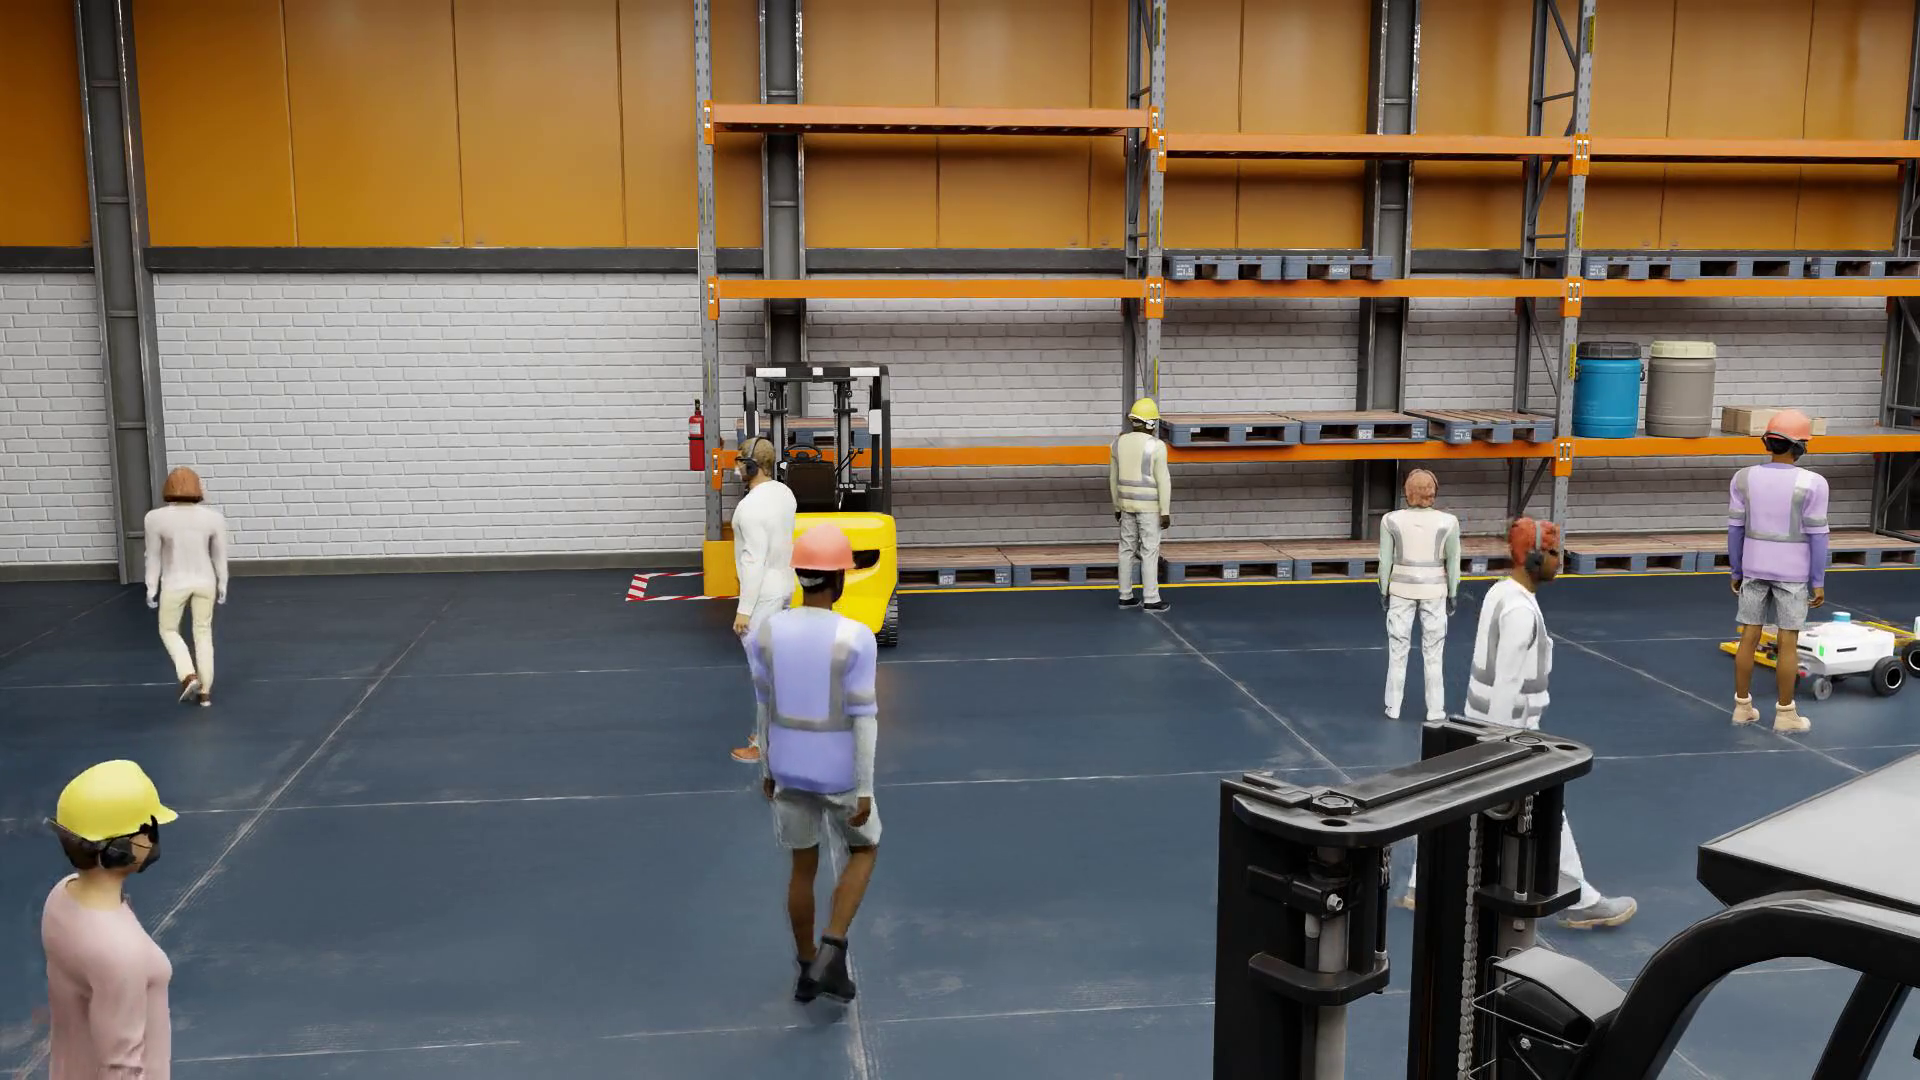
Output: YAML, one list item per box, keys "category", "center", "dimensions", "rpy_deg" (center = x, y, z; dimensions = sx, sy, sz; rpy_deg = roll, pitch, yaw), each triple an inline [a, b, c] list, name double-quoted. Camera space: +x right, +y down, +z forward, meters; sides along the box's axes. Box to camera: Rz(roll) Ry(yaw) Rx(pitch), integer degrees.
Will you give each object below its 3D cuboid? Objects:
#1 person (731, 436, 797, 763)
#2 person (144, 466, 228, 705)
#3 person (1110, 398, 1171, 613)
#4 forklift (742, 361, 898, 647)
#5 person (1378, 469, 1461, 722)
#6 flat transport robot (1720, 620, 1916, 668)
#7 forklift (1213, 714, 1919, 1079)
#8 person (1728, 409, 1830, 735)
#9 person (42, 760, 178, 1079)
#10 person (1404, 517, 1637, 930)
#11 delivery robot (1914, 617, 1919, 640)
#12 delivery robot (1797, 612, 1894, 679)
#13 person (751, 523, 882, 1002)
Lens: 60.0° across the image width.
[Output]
- category: "person"
  center: [-1.168, 0.351, 9.847]
  dimensions: [0.371, 1.941, 0.627]
  rpy_deg: [2, 9, 15]
- category: "person"
  center: [-5.125, 0.317, 11.047]
  dimensions: [0.523, 1.618, 0.393]
  rpy_deg: [-7, 12, -38]
- category: "person"
  center: [1.561, -0.294, 14.200]
  dimensions: [0.600, 1.831, 0.404]
  rpy_deg: [8, 12, 43]
- category: "forklift"
  center: [-1.154, -0.340, 13.365]
  dimensions: [1.214, 2.155, 2.313]
  rpy_deg: [-1, 9, -7]
- category: "person"
  center: [2.944, 0.363, 10.693]
  dimensions: [0.514, 1.645, 0.308]
  rpy_deg: [3, 10, 18]
- category: "flat transport robot"
  center: [6.514, 0.772, 12.406]
  dimensions: [1.431, 0.197, 0.652]
  rpy_deg: [-2, 9, -12]
- category: "forklift"
  center: [1.441, 1.425, 2.350]
  dimensions: [1.214, 2.155, 2.313]
  rpy_deg: [-7, 12, -39]
- category: "person"
  center: [5.145, 0.199, 10.474]
  dimensions: [0.372, 2.044, 0.608]
  rpy_deg: [-8, 12, -40]
- category: "person"
  center: [-2.108, 1.387, 4.018]
  dimensions: [0.520, 1.736, 0.835]
  rpy_deg: [9, 12, 43]
- category: "person"
  center: [2.471, 0.811, 7.353]
  dimensions: [0.998, 1.821, 0.593]
  rpy_deg: [1, 9, 8]
- category: "delivery robot"
  center: [7.168, 0.689, 11.753]
  dimensions: [0.477, 0.478, 0.707]
  rpy_deg: [-6, 11, -33]
- category: "delivery robot"
  center: [6.048, 0.740, 11.436]
  dimensions: [0.707, 0.478, 0.477]
  rpy_deg: [-3, 10, -20]
- category: "person"
  center: [-0.553, 0.891, 6.544]
  dimensions: [0.545, 1.925, 0.411]
  rpy_deg: [3, 10, 19]
